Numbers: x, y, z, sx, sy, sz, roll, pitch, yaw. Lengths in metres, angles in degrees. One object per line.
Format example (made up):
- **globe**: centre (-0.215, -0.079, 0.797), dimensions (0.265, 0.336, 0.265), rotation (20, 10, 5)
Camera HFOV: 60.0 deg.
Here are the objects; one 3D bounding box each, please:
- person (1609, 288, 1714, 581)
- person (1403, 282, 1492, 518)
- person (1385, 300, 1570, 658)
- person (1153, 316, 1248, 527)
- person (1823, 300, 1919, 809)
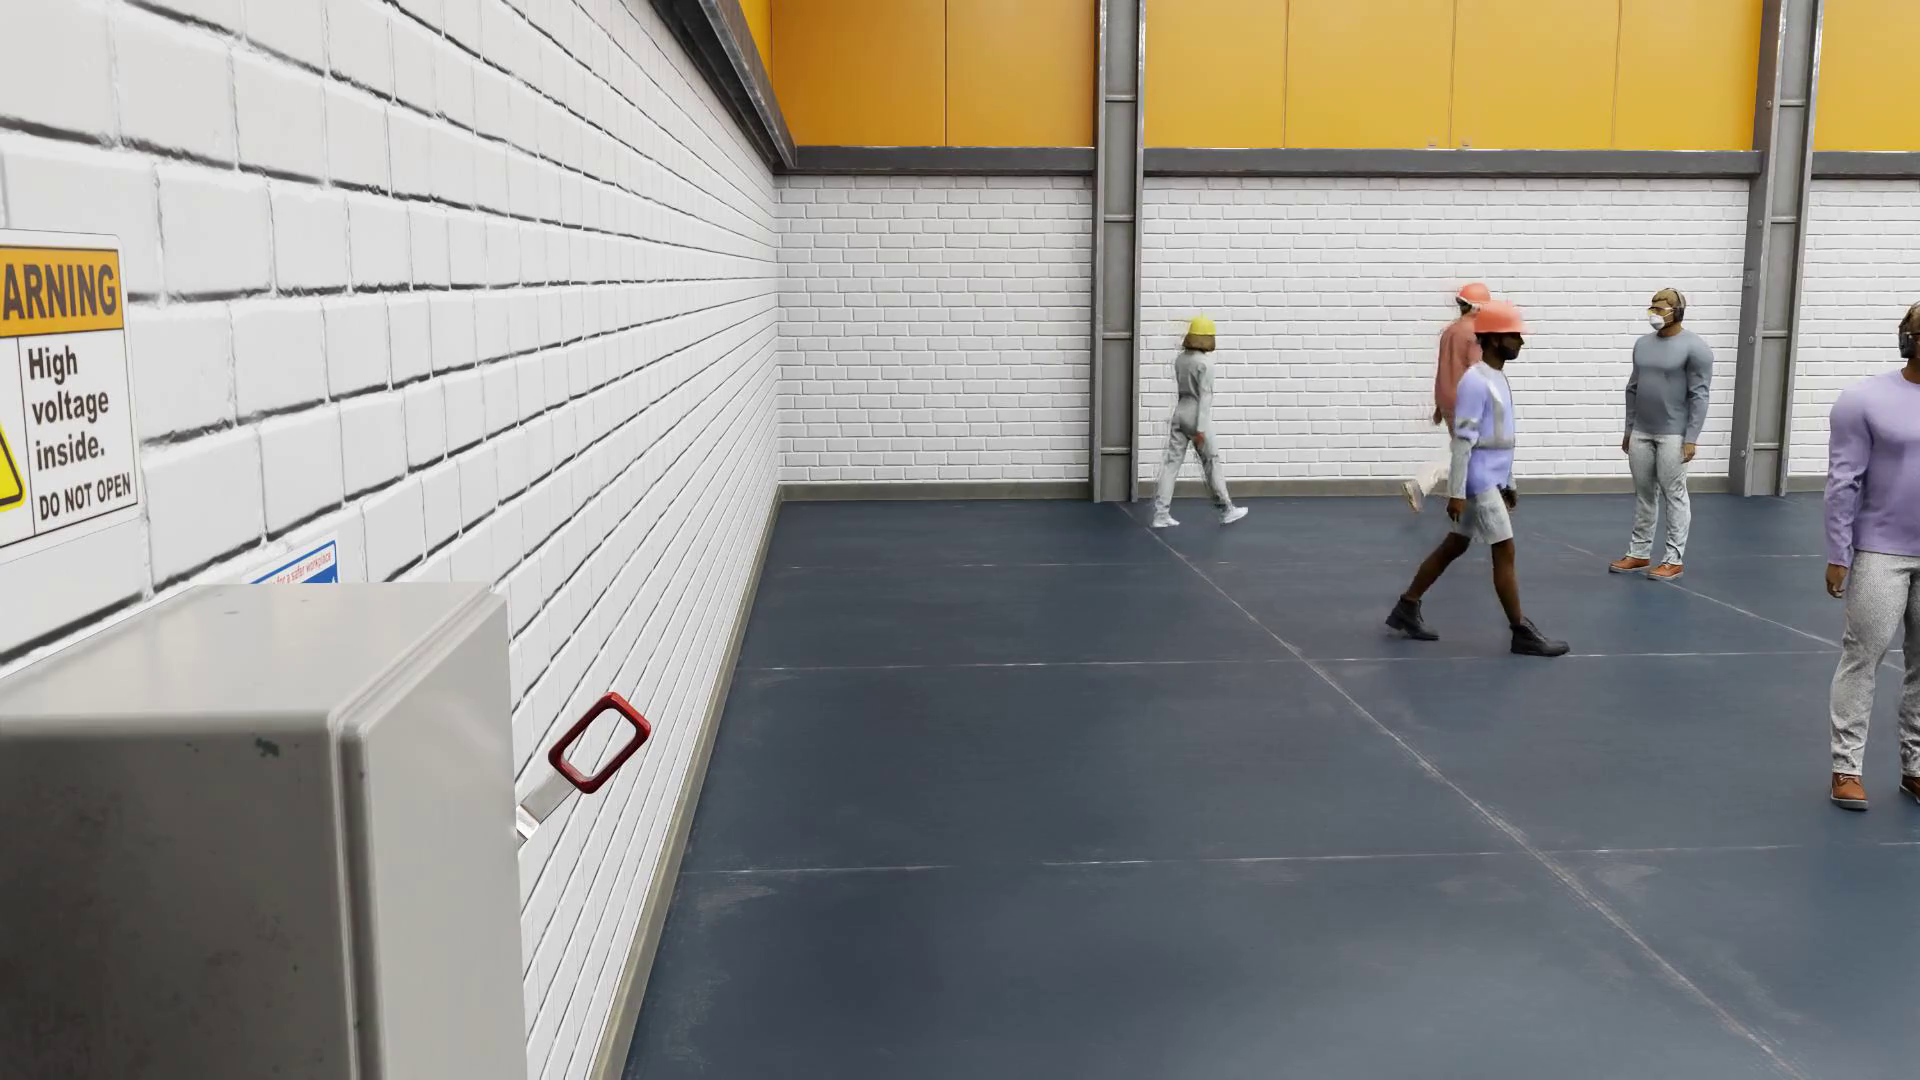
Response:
- **person**: centre (4.680, -0.703, 11.091), dimensions (0.370, 1.940, 0.627), rotation (-4, 10, -25)
- **person**: centre (4.009, -1.125, 13.636), dimensions (0.735, 1.972, 0.642), rotation (-2, 9, -10)
- **person**: centre (2.781, -0.340, 8.971), dimensions (0.992, 1.899, 0.554), rotation (5, 10, 28)
- **person**: centre (1.922, -0.953, 13.428), dimensions (0.886, 1.694, 0.494), rotation (-6, 11, -33)
- **person**: centre (3.588, 0.063, 6.279), dimensions (0.632, 1.940, 0.368), rotation (1, 9, 8)
